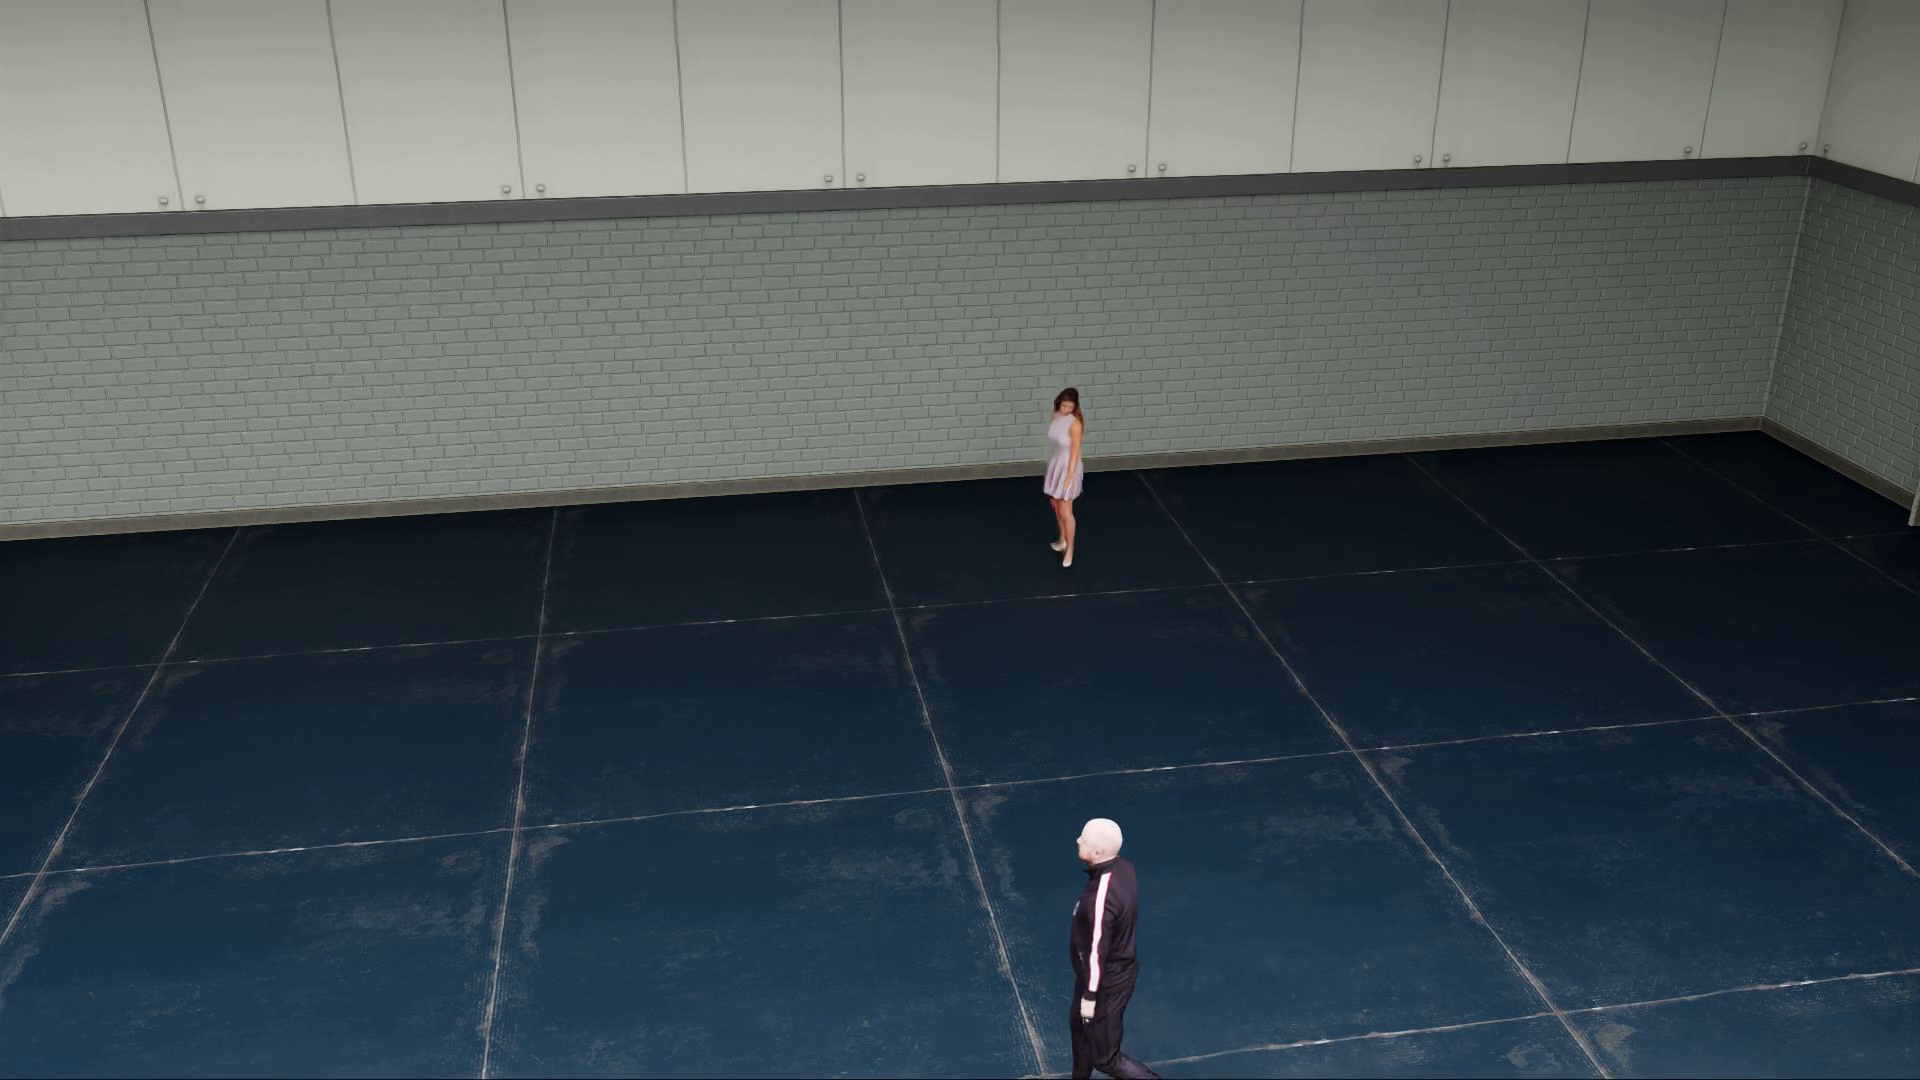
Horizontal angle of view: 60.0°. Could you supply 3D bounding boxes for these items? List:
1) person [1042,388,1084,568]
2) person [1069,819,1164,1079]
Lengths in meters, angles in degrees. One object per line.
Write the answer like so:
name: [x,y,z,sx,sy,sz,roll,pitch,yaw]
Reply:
person: [0.951,-0.593,15.046,0.850,1.731,0.647,-7,24,-17]
person: [0.823,2.232,8.307,1.018,1.807,1.146,5,24,12]
